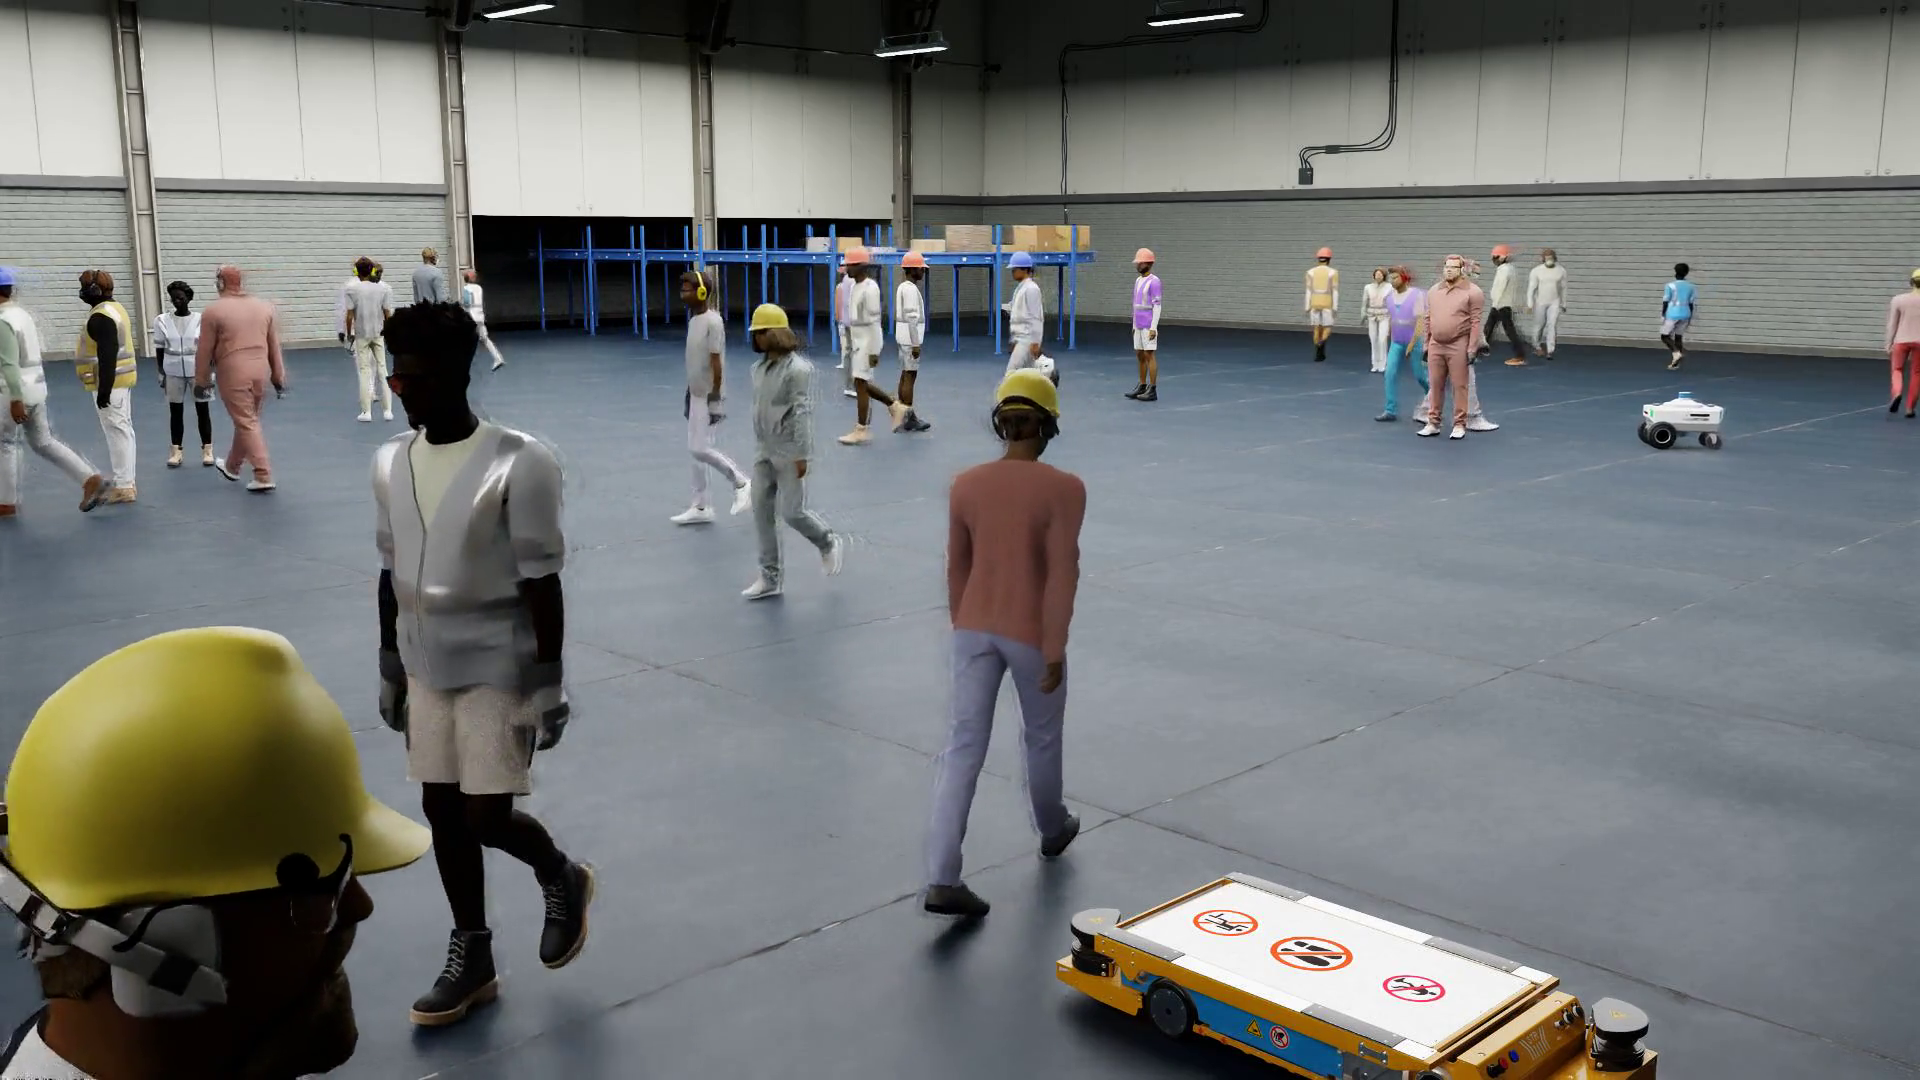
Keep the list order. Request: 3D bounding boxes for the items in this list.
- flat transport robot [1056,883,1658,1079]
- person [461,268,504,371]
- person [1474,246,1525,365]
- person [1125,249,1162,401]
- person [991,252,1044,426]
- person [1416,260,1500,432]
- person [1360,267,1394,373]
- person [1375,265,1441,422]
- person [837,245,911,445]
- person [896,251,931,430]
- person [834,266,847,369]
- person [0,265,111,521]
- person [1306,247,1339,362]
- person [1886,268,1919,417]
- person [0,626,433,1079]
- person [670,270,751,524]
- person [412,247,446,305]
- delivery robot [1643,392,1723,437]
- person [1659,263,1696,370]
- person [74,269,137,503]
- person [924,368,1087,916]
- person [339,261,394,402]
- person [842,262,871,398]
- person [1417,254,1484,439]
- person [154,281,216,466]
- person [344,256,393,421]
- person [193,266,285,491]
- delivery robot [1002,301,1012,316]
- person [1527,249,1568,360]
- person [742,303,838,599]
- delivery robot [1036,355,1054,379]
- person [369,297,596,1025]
[{"bbox_3d":[1.002,1.205,4.401,0.652,0.197,1.431,-10,14,-44],"label":"flat transport robot"},{"bbox_3d":[-7.580,-3.456,26.077,0.840,1.603,0.532,3,11,17],"label":"person"},{"bbox_3d":[8.835,-3.858,27.355,1.057,1.934,0.641,2,11,11],"label":"person"},{"bbox_3d":[2.364,-2.778,21.458,0.364,1.935,0.552,-4,11,-22],"label":"person"},{"bbox_3d":[0.596,-2.175,18.188,0.768,1.922,0.653,-2,11,-9],"label":"person"},{"bbox_3d":[5.457,-2.135,18.198,0.957,1.852,0.633,6,12,29],"label":"person"},{"bbox_3d":[6.451,-3.387,25.656,0.529,1.620,0.590,7,13,34],"label":"person"},{"bbox_3d":[5.192,-2.268,19.107,0.861,1.793,0.576,-7,13,-35],"label":"person"},{"bbox_3d":[-0.886,-1.994,16.979,0.743,2.024,0.615,-4,11,-21],"label":"person"},{"bbox_3d":[-0.520,-2.189,18.244,0.363,1.939,0.542,-2,11,-11],"label":"person"},{"bbox_3d":[-1.798,-3.527,26.371,0.388,1.624,0.540,7,12,33],"label":"person"},{"bbox_3d":[-6.931,-1.109,12.430,0.880,1.916,0.623,-2,11,-10],"label":"person"},{"bbox_3d":[6.059,-3.947,27.890,0.545,1.924,0.547,5,12,27],"label":"person"},{"bbox_3d":[11.093,-2.302,19.369,0.536,1.748,0.443,6,12,32],"label":"person"},{"bbox_3d":[-0.576,0.969,1.337,0.403,1.829,0.605,-3,11,-15],"label":"person"},{"bbox_3d":[-1.860,-1.046,12.227,0.529,1.855,0.554,-6,12,-31],"label":"person"},{"bbox_3d":[-7.898,-3.401,24.853,0.627,1.941,0.374,7,13,35],"label":"person"},{"bbox_3d":[7.278,-1.247,16.742,0.707,0.478,0.477,2,11,10],"label":"delivery robot"},{"bbox_3d":[11.269,-3.498,26.074,0.544,1.679,0.431,-2,11,-11],"label":"person"},{"bbox_3d":[-6.820,-1.234,13.300,0.430,1.845,0.621,-3,11,-18],"label":"person"},{"bbox_3d":[0.139,0.307,5.322,0.526,1.684,0.985,5,12,27],"label":"person"},{"bbox_3d":[-7.487,-2.635,21.136,0.655,1.783,0.877,-10,14,-42],"label":"person"},{"bbox_3d":[-1.356,-2.845,21.851,0.385,1.928,0.589,-4,11,-22],"label":"person"},{"bbox_3d":[5.123,-2.025,17.425,0.642,1.913,0.408,10,14,42],"label":"person"},{"bbox_3d":[-7.114,-1.531,15.313,0.536,1.697,0.322,-3,11,-15],"label":"person"},{"bbox_3d":[-6.769,-2.296,19.042,0.518,1.860,0.323,-6,12,-28],"label":"person"},{"bbox_3d":[-6.088,-1.355,13.929,0.986,1.846,0.666,6,12,29],"label":"person"},{"bbox_3d":[1.381,-5.810,41.623,0.477,0.478,0.707,-10,14,-44],"label":"delivery robot"},{"bbox_3d":[10.175,-4.103,28.846,0.673,1.894,0.941,2,11,10],"label":"person"},{"bbox_3d":[-1.023,-0.534,9.807,0.491,1.719,0.578,8,13,38],"label":"person"},{"bbox_3d":[1.060,-2.384,22.944,0.477,0.478,0.707,3,11,17],"label":"delivery robot"},{"bbox_3d":[-1.298,0.324,4.497,0.625,1.950,0.486,5,11,25],"label":"person"}]
